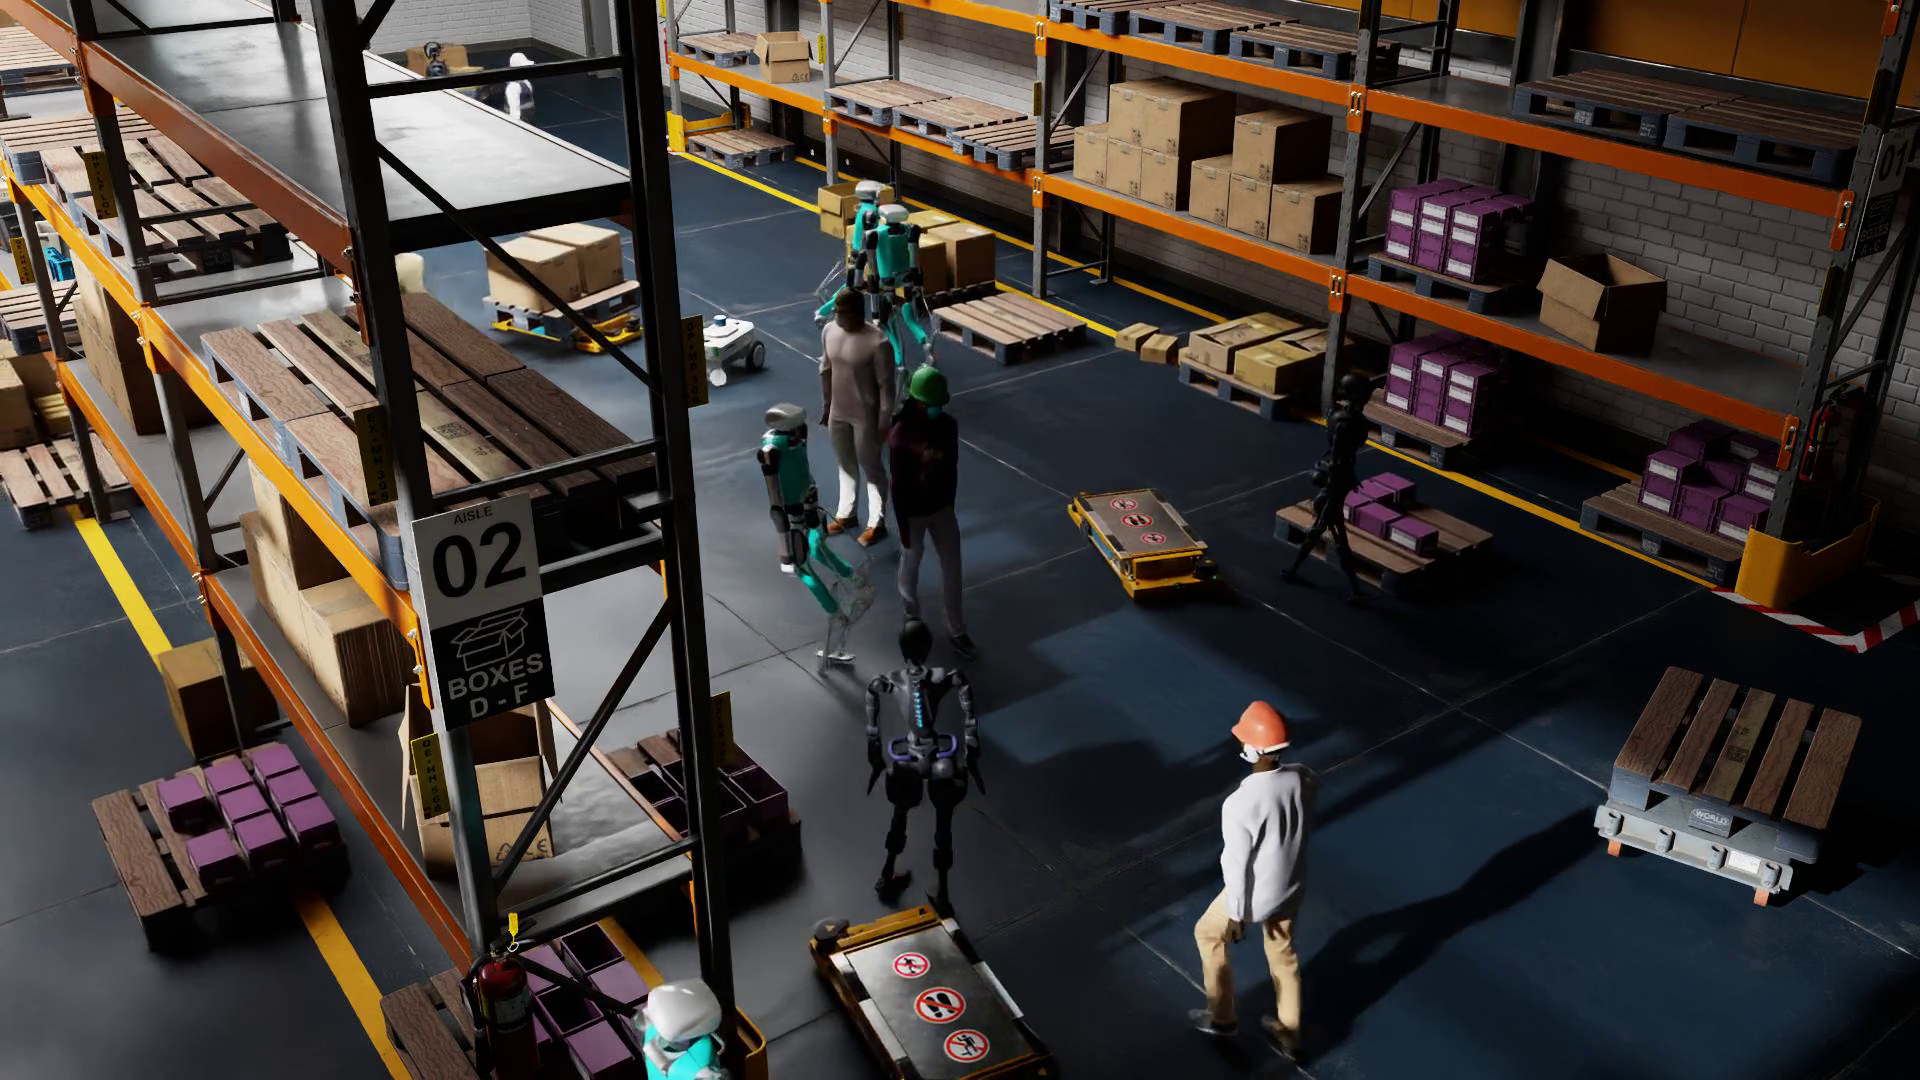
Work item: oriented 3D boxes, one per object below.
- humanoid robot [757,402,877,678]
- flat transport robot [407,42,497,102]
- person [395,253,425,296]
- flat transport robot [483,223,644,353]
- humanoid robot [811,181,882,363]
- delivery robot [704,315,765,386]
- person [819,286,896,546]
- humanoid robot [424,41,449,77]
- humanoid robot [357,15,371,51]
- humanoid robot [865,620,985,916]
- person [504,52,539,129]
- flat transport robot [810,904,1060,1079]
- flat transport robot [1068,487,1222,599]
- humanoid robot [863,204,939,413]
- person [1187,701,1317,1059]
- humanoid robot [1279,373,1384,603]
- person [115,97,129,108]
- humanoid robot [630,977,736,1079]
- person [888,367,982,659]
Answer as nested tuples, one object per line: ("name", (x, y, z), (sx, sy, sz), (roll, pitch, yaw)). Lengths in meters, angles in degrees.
("humanoid robot", (-0.820, 0.052, 10.295), (0.789, 1.822, 0.539), (8, 28, 16))
("flat transport robot", (-7.692, -6.522, 24.960), (0.659, 0.231, 1.431), (1, 27, 2))
("person", (-4.695, -1.826, 13.991), (0.414, 1.733, 0.581), (11, 29, 21))
("flat transport robot", (-3.820, -2.118, 16.200), (1.431, 0.231, 0.659), (16, 31, 29))
("humanoid robot", (-1.109, -2.352, 15.059), (0.842, 1.795, 0.611), (-2, 27, -5))
("delivery robot", (-2.164, -1.754, 15.178), (0.525, 0.613, 0.785), (11, 29, 20))
("person", (-0.744, -0.895, 11.913), (0.634, 1.936, 0.354), (18, 32, 32))
("humanoid robot", (-6.698, -5.682, 21.719), (0.475, 1.641, 0.596), (-12, 29, -22))
("humanoid robot", (-8.474, -6.563, 23.479), (0.569, 1.636, 0.587), (-14, 30, -26))
("humanoid robot", (-0.168, 1.098, 8.230), (0.585, 1.642, 0.422), (-2, 27, -4))
("person", (-5.423, -5.146, 20.579), (0.519, 1.743, 0.747), (2, 27, 4))
("flat transport robot", (-0.134, 2.176, 7.659), (0.659, 0.231, 1.431), (-12, 29, -23))
("flat transport robot", (1.311, -0.010, 12.008), (0.659, 0.231, 1.431), (-7, 28, -14))
("humanoid robot", (-0.433, -1.884, 14.193), (0.546, 1.860, 0.781), (-17, 31, -30))
("person", (1.341, 1.519, 7.361), (0.571, 1.712, 0.586), (-19, 32, -33))
("humanoid robot", (2.575, -0.366, 11.187), (0.774, 1.630, 0.615), (12, 29, 23))
("person", (-9.784, -4.773, 19.641), (0.661, 1.924, 0.452), (5, 27, 9))
("humanoid robot", (-0.766, 2.287, 5.921), (0.687, 1.897, 0.550), (-20, 33, -35))
("person", (-0.178, -0.156, 10.456), (0.507, 1.924, 0.795), (-12, 29, -23))
